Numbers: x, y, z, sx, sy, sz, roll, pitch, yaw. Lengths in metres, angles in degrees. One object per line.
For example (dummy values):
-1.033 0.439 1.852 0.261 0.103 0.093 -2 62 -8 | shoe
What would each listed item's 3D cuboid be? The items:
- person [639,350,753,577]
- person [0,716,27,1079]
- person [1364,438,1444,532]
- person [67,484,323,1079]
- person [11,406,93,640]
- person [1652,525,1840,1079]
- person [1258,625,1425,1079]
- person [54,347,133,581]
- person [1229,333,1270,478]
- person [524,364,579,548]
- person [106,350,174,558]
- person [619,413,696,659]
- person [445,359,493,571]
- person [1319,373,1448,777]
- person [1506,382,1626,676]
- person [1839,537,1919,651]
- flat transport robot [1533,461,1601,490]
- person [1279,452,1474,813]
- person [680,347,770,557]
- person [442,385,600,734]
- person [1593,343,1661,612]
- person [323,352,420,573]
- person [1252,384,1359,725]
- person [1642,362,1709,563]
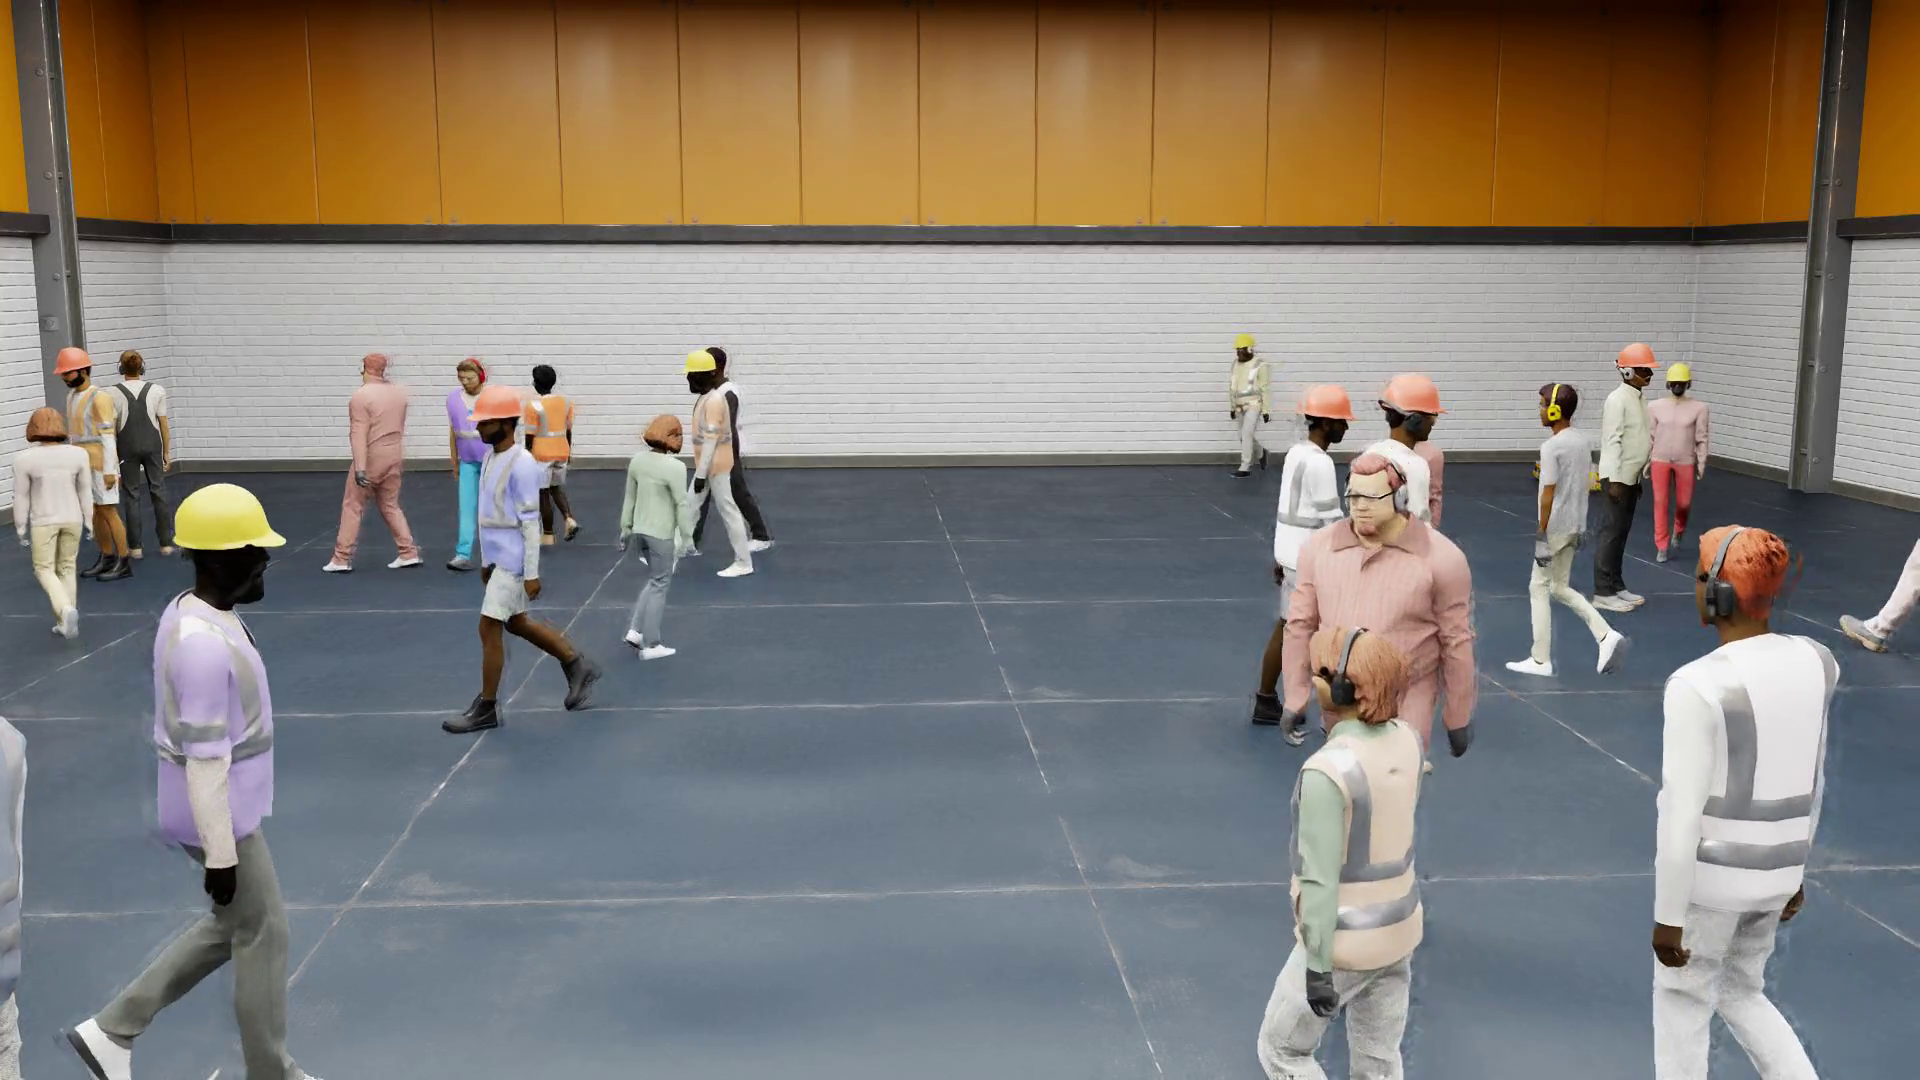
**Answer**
-2.147 -0.602 13.626 0.958 1.876 0.616 -3 10 -19 | person
-2.321 1.007 3.708 0.404 1.826 0.587 1 9 5 | person
2.891 -0.105 10.916 0.535 1.750 0.643 3 10 19 | person
-2.217 0.784 4.835 0.673 1.911 0.589 -4 10 -26 | person
-6.153 -0.102 11.343 0.640 1.615 0.503 9 12 43 | person
2.026 0.891 4.298 0.591 1.869 0.624 -4 10 -26 | person
0.988 1.018 4.242 0.512 1.629 0.361 -9 12 -43 | person
-7.113 -0.614 13.600 0.548 1.923 0.422 6 11 34 | person
3.633 -1.673 20.637 0.750 1.799 0.621 -7 11 -36 | person
-3.774 -0.764 15.232 0.369 1.686 0.550 6 11 34 | person
-7.269 -0.757 14.724 0.506 1.846 0.351 -6 11 -33 | person
-1.960 -0.018 10.826 0.513 1.613 0.342 8 12 42 | person
-4.066 -0.628 14.063 0.607 1.784 0.953 1 9 6 | person
2.156 0.189 8.236 0.462 2.030 0.609 -1 9 -5 | person
3.763 -0.045 10.250 0.536 1.849 0.628 -7 12 -39 | person
6.343 -0.174 10.762 0.634 1.937 1.022 -6 11 -32 | person
7.285 -0.777 19.774 0.652 0.197 1.431 1 9 9 | flat transport robot
1.468 0.617 6.043 0.648 1.856 0.999 7 12 38 | person
-2.136 -0.783 14.837 0.987 1.872 0.605 -6 11 -33 | person
-2.445 0.085 9.229 0.896 1.910 0.549 -6 11 -33 | person
5.000 -0.476 12.485 0.390 1.995 0.613 7 12 38 | person
-4.971 -0.653 14.077 0.714 1.857 0.682 3 10 19 | person
2.031 0.103 9.154 0.886 1.896 0.542 0 9 2 | person
6.289 -0.696 14.655 0.529 1.749 0.641 4 10 22 | person
